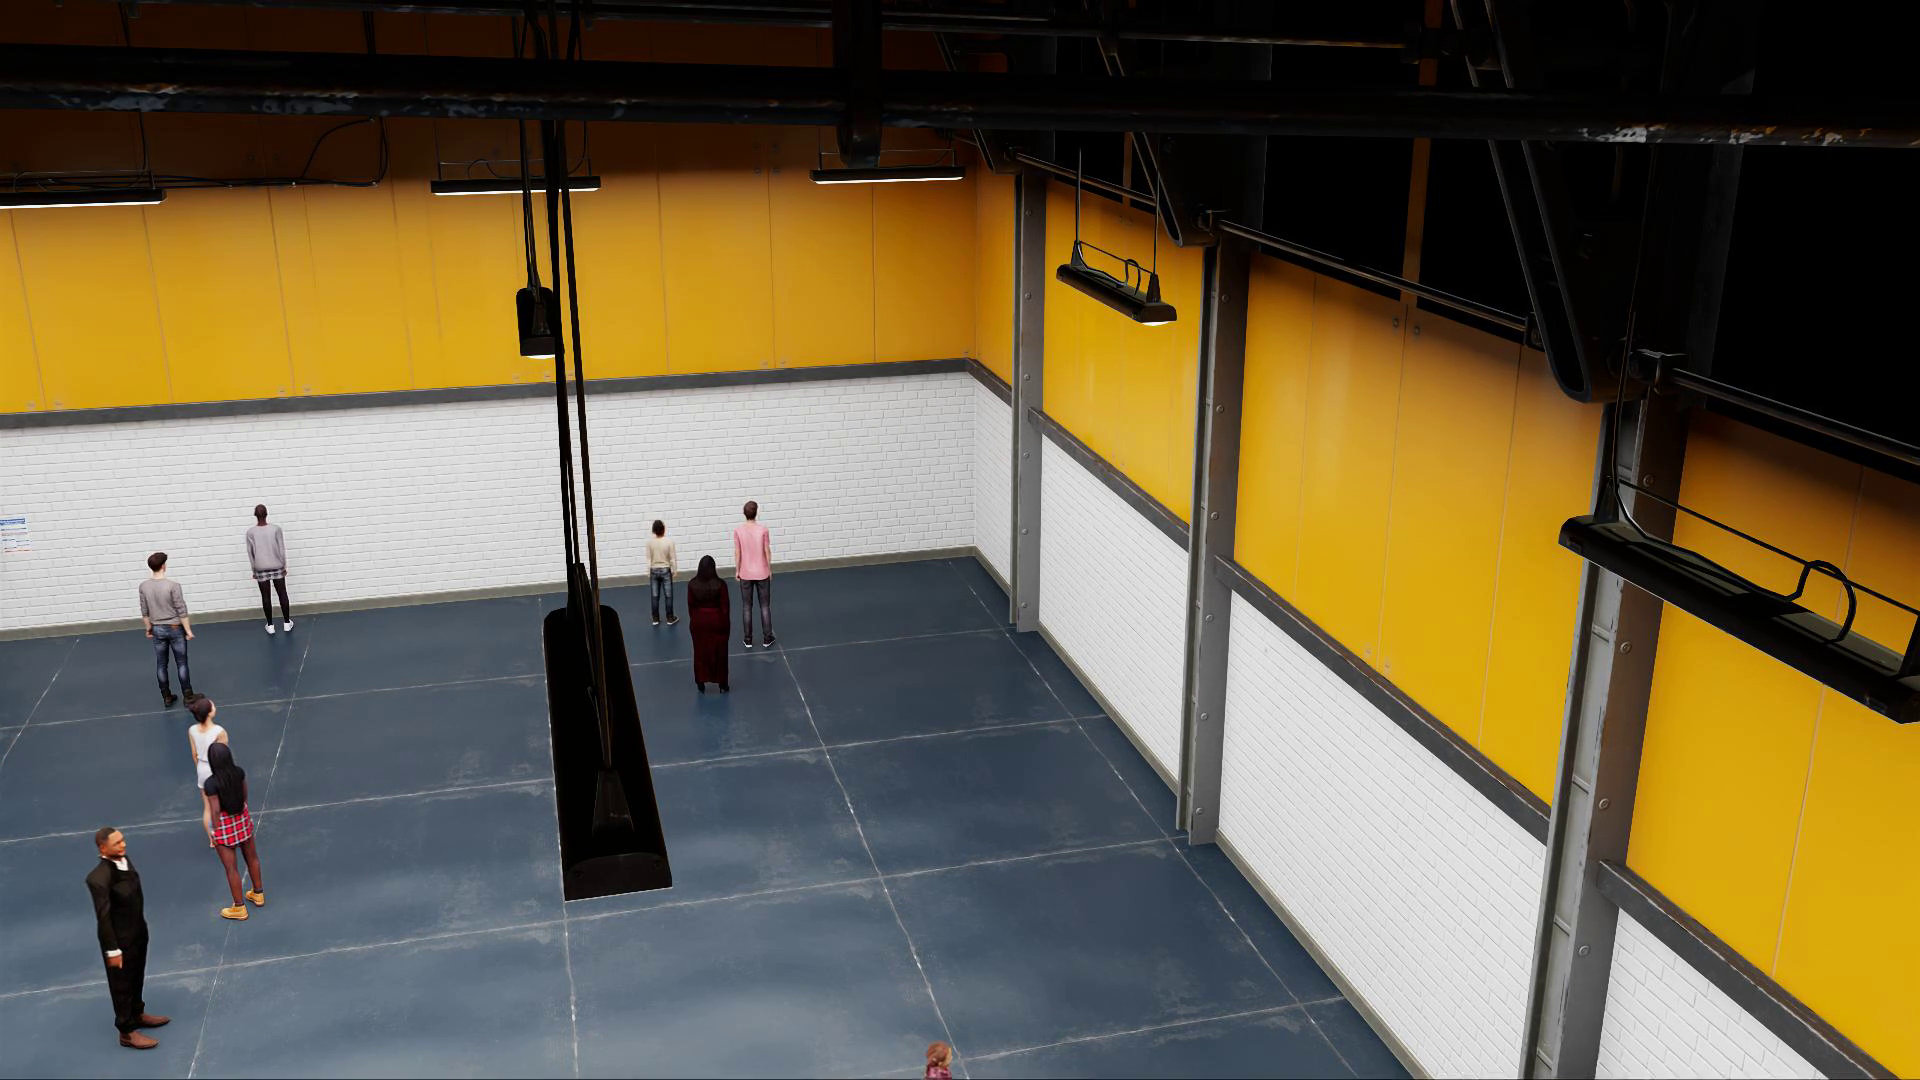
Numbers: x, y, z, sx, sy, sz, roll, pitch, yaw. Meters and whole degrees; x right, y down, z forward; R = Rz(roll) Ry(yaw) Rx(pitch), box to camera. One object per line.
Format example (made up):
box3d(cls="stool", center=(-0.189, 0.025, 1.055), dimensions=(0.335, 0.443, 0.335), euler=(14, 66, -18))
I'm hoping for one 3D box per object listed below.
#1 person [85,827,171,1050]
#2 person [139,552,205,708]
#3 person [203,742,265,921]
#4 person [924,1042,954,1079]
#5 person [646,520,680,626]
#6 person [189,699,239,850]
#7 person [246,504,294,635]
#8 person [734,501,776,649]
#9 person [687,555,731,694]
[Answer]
box3d(cls="person", center=(-6.802, 3.193, 13.499), dimensions=(0.808, 1.904, 0.635), euler=(-1, 19, -3))
box3d(cls="person", center=(-9.442, 1.067, 19.811), dimensions=(0.759, 1.903, 0.678), euler=(0, 19, 1))
box3d(cls="person", center=(-6.727, 2.660, 15.358), dimensions=(0.787, 1.727, 0.709), euler=(7, 20, 20))
box3d(cls="person", center=(-0.203, 4.113, 12.161), dimensions=(0.492, 1.014, 0.384), euler=(-4, 19, -13))
box3d(cls="person", center=(-4.036, 0.436, 22.379), dimensions=(0.590, 1.461, 0.567), euler=(0, 19, 1))
box3d(cls="person", center=(-7.420, 2.323, 16.549), dimensions=(0.648, 1.605, 0.671), euler=(3, 19, 9))
box3d(cls="person", center=(-9.176, 0.372, 22.084), dimensions=(0.635, 1.771, 0.565), euler=(-7, 20, -21))
box3d(cls="person", center=(-2.677, 0.442, 21.581), dimensions=(0.686, 1.958, 0.635), euler=(0, 19, -1))
box3d(cls="person", center=(-3.038, 1.021, 20.178), dimensions=(0.741, 1.757, 0.715), euler=(1, 19, 3))
